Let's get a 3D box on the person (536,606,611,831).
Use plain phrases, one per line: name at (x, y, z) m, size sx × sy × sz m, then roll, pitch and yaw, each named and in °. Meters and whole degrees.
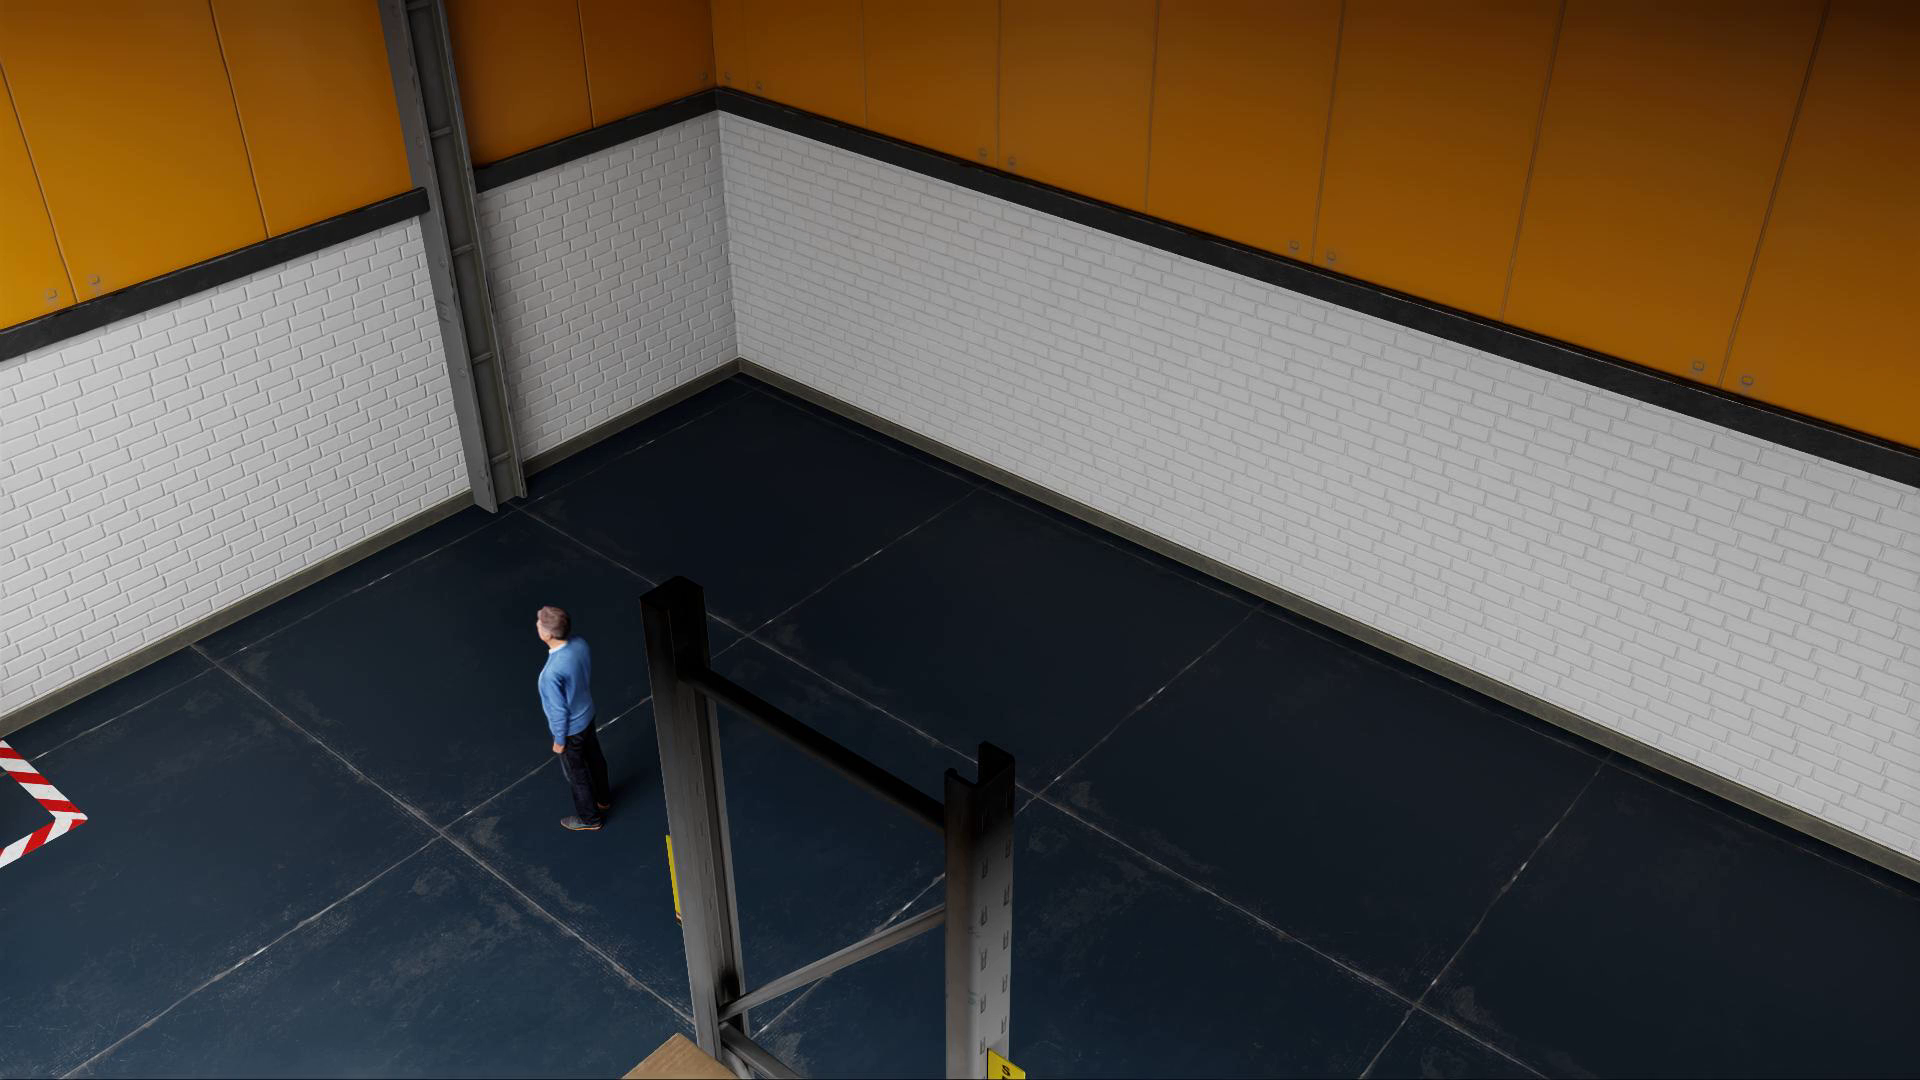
person at (-2.639, 1.205, 11.338) m, size 0.802 × 1.817 × 0.664 m, roll 7°, pitch 34°, yaw 11°
